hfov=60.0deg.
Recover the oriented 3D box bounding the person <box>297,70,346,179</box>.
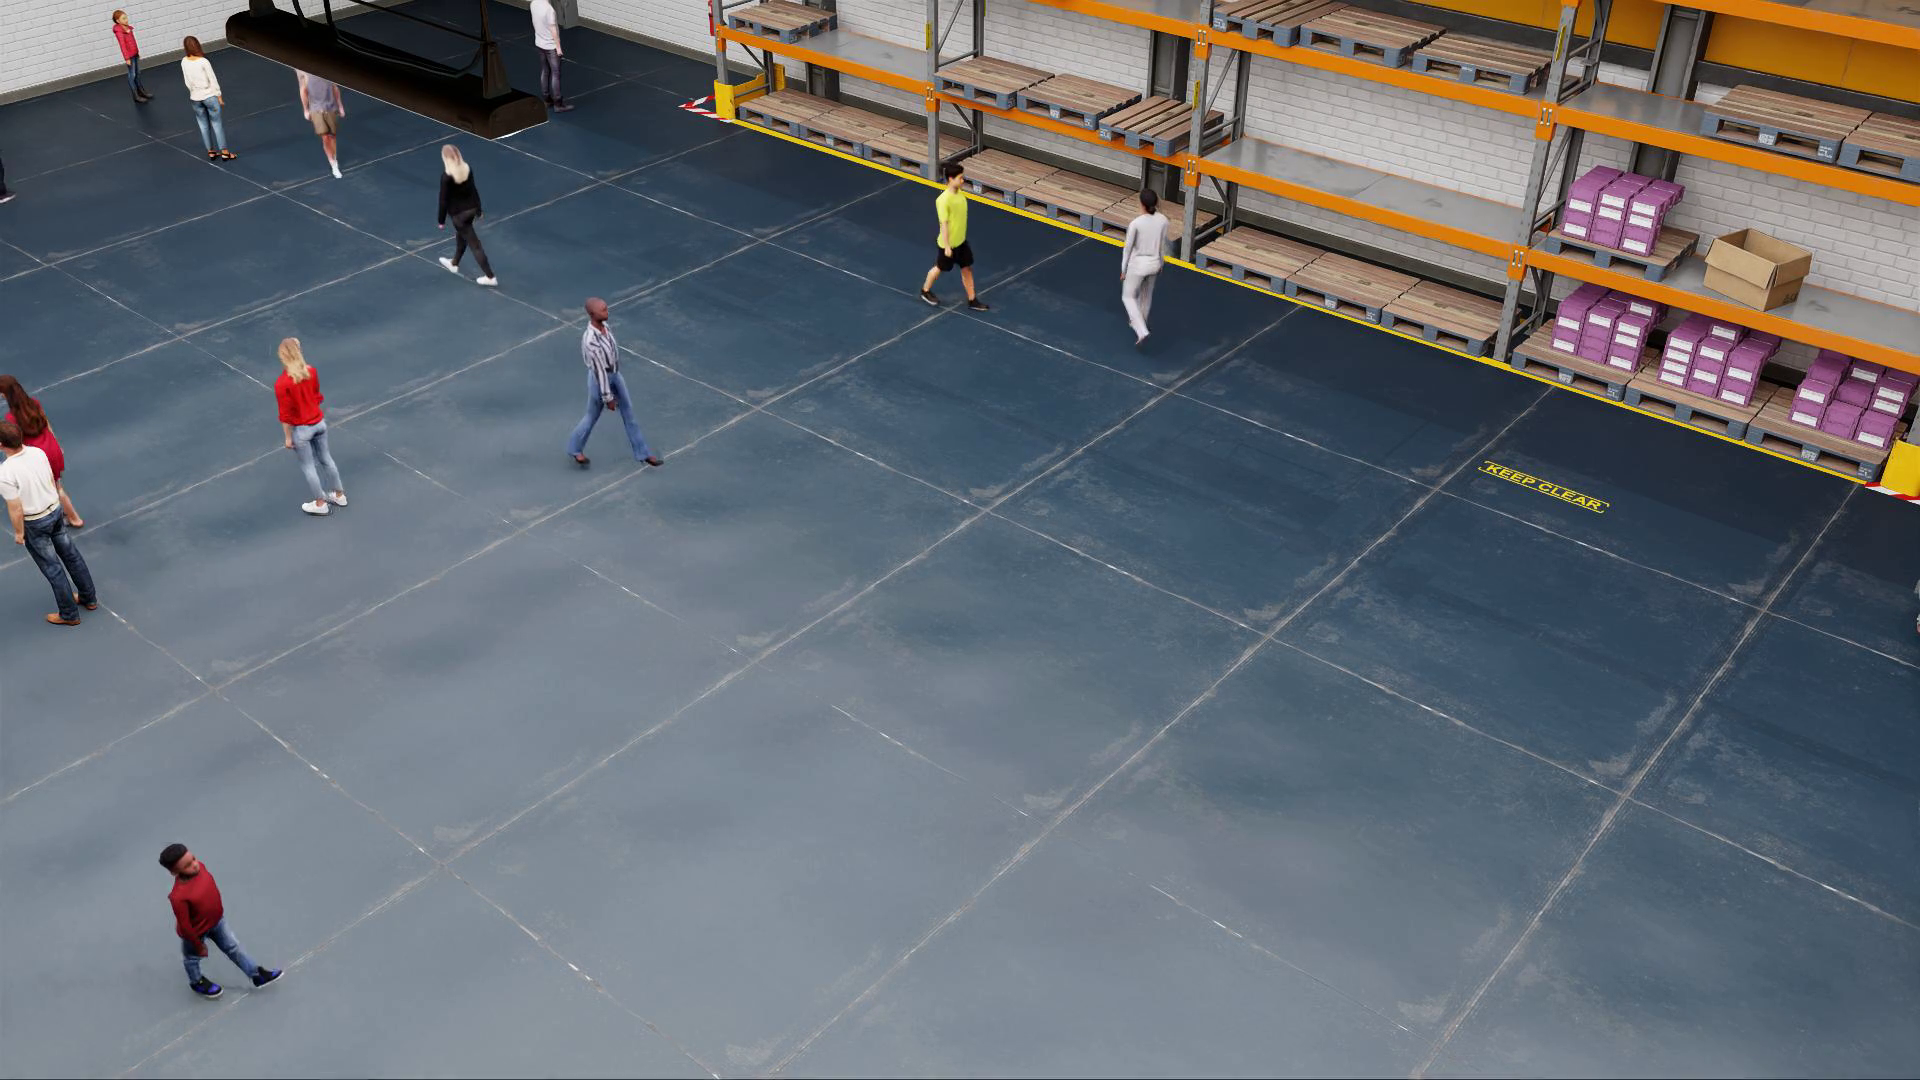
[{"bbox_3d":[-8.484,-5.764,22.084,0.733,1.831,0.898,-25,41,-32],"label":"person"}]

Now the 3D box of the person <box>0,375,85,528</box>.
[{"bbox_3d":[-8.034,-0.750,14.629,0.735,1.533,0.674,10,35,15],"label":"person"}]

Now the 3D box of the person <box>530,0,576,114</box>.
[{"bbox_3d":[-5.927,-7.110,23.928,0.743,1.830,0.532,-28,43,-36],"label":"person"}]

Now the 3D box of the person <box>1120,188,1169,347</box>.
[{"bbox_3d":[1.970,-2.877,17.660,0.929,1.719,1.067,-11,35,-16],"label":"person"}]

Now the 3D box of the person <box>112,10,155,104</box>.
[{"bbox_3d":[-12.173,-7.105,24.383,0.643,1.318,0.598,2,34,3],"label":"person"}]

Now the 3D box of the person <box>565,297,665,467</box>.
[{"bbox_3d":[-3.388,-1.408,15.428,1.260,1.744,1.072,4,34,6],"label":"person"}]

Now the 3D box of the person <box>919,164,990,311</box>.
[{"bbox_3d":[-0.165,-3.334,18.392,1.128,1.671,0.759,17,37,24],"label":"person"}]

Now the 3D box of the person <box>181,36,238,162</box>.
[{"bbox_3d":[-10.099,-5.906,22.249,0.630,1.683,0.755,8,34,11],"label":"person"}]

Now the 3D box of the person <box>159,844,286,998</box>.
[{"bbox_3d":[-4.730,2.356,10.229,0.905,1.231,0.752,6,34,9],"label":"person"}]

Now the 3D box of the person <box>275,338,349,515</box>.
[{"bbox_3d":[-5.837,-0.998,14.859,0.629,1.690,0.690,11,35,16],"label":"person"}]

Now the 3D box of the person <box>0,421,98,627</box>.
[{"bbox_3d":[-7.408,-0.151,13.435,0.727,1.856,0.745,9,35,13],"label":"person"}]

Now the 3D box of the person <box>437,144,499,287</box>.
[{"bbox_3d":[-5.554,-3.640,18.871,1.145,1.650,0.831,15,36,21],"label":"person"}]
